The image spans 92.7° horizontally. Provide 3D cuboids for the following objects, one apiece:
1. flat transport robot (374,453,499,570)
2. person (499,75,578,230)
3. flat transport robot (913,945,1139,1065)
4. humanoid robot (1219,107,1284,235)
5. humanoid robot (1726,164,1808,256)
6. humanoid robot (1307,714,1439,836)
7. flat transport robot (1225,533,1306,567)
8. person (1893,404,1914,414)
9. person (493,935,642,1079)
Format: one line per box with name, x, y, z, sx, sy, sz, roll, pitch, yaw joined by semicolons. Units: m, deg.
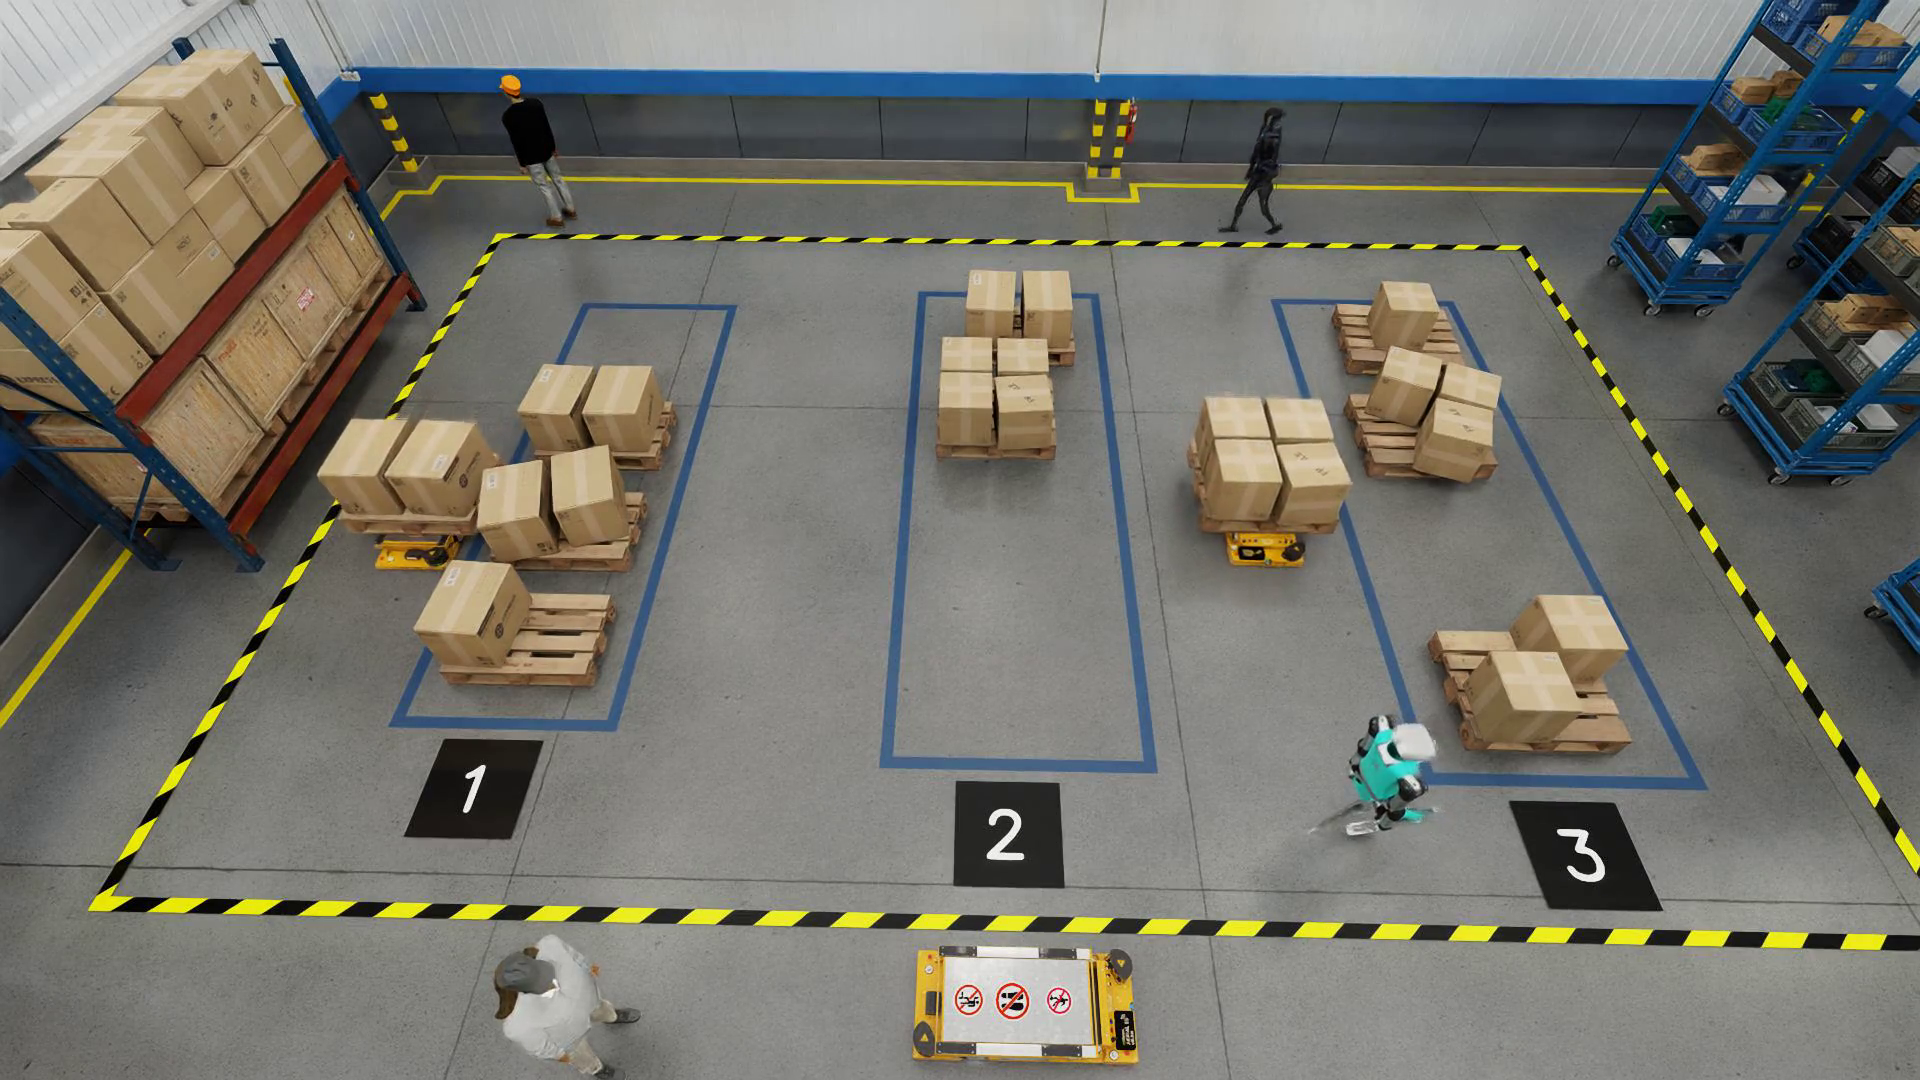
flat transport robot;-4.982;-0.332;8.738;0.652;0.197;1.431;1;51;1
person;-5.238;-4.777;11.338;0.381;1.882;0.589;24;55;19
flat transport robot;0.422;3.041;6.007;1.431;0.231;0.659;1;51;1
humanoid robot;3.765;-4.493;11.285;0.781;1.649;0.612;-7;51;-6
humanoid robot;9.323;-3.835;10.746;0.589;1.647;0.772;-7;51;-6
humanoid robot;2.924;1.686;6.171;0.858;1.782;0.548;-8;51;-6
flat transport robot;2.820;-0.370;8.769;0.652;0.197;1.431;1;51;1
person;10.209;-2.088;9.110;0.634;1.939;0.360;-8;51;-6
person;-2.280;2.716;5.302;0.396;1.770;0.563;4;51;3
